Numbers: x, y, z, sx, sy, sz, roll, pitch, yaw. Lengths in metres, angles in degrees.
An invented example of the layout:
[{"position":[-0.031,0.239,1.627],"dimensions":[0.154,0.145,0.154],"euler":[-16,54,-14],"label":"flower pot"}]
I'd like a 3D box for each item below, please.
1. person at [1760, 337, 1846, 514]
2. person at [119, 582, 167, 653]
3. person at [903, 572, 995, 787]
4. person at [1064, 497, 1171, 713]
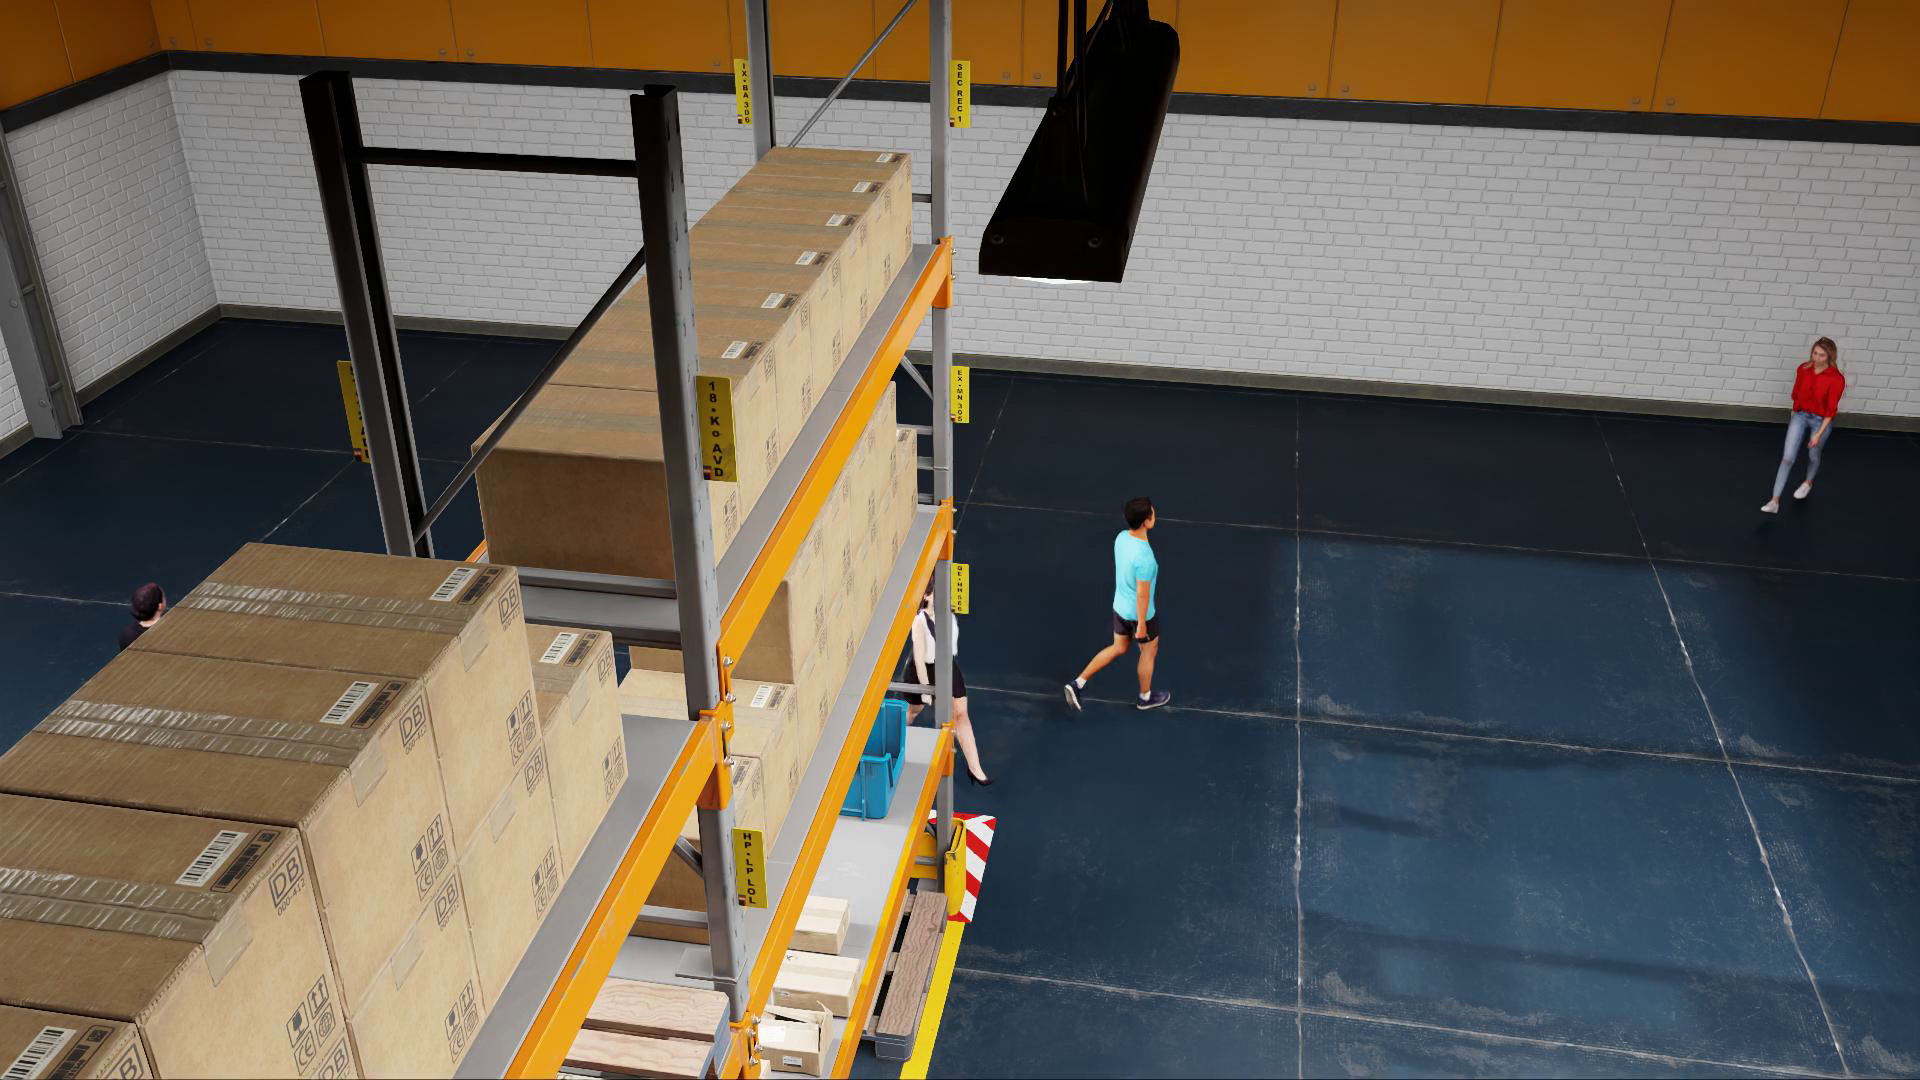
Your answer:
[{"position":[7.630,-1.034,14.847],"dimensions":[1.174,1.648,1.045],"euler":[-23,36,-35],"label":"person"},{"position":[-5.146,1.066,10.881],"dimensions":[0.687,1.759,0.631],"euler":[2,29,4],"label":"person"},{"position":[-0.258,0.922,11.314],"dimensions":[1.013,1.597,1.108],"euler":[22,36,35],"label":"person"},{"position":[1.156,0.529,11.878],"dimensions":[1.046,1.748,1.104],"euler":[-11,30,-19],"label":"person"}]
